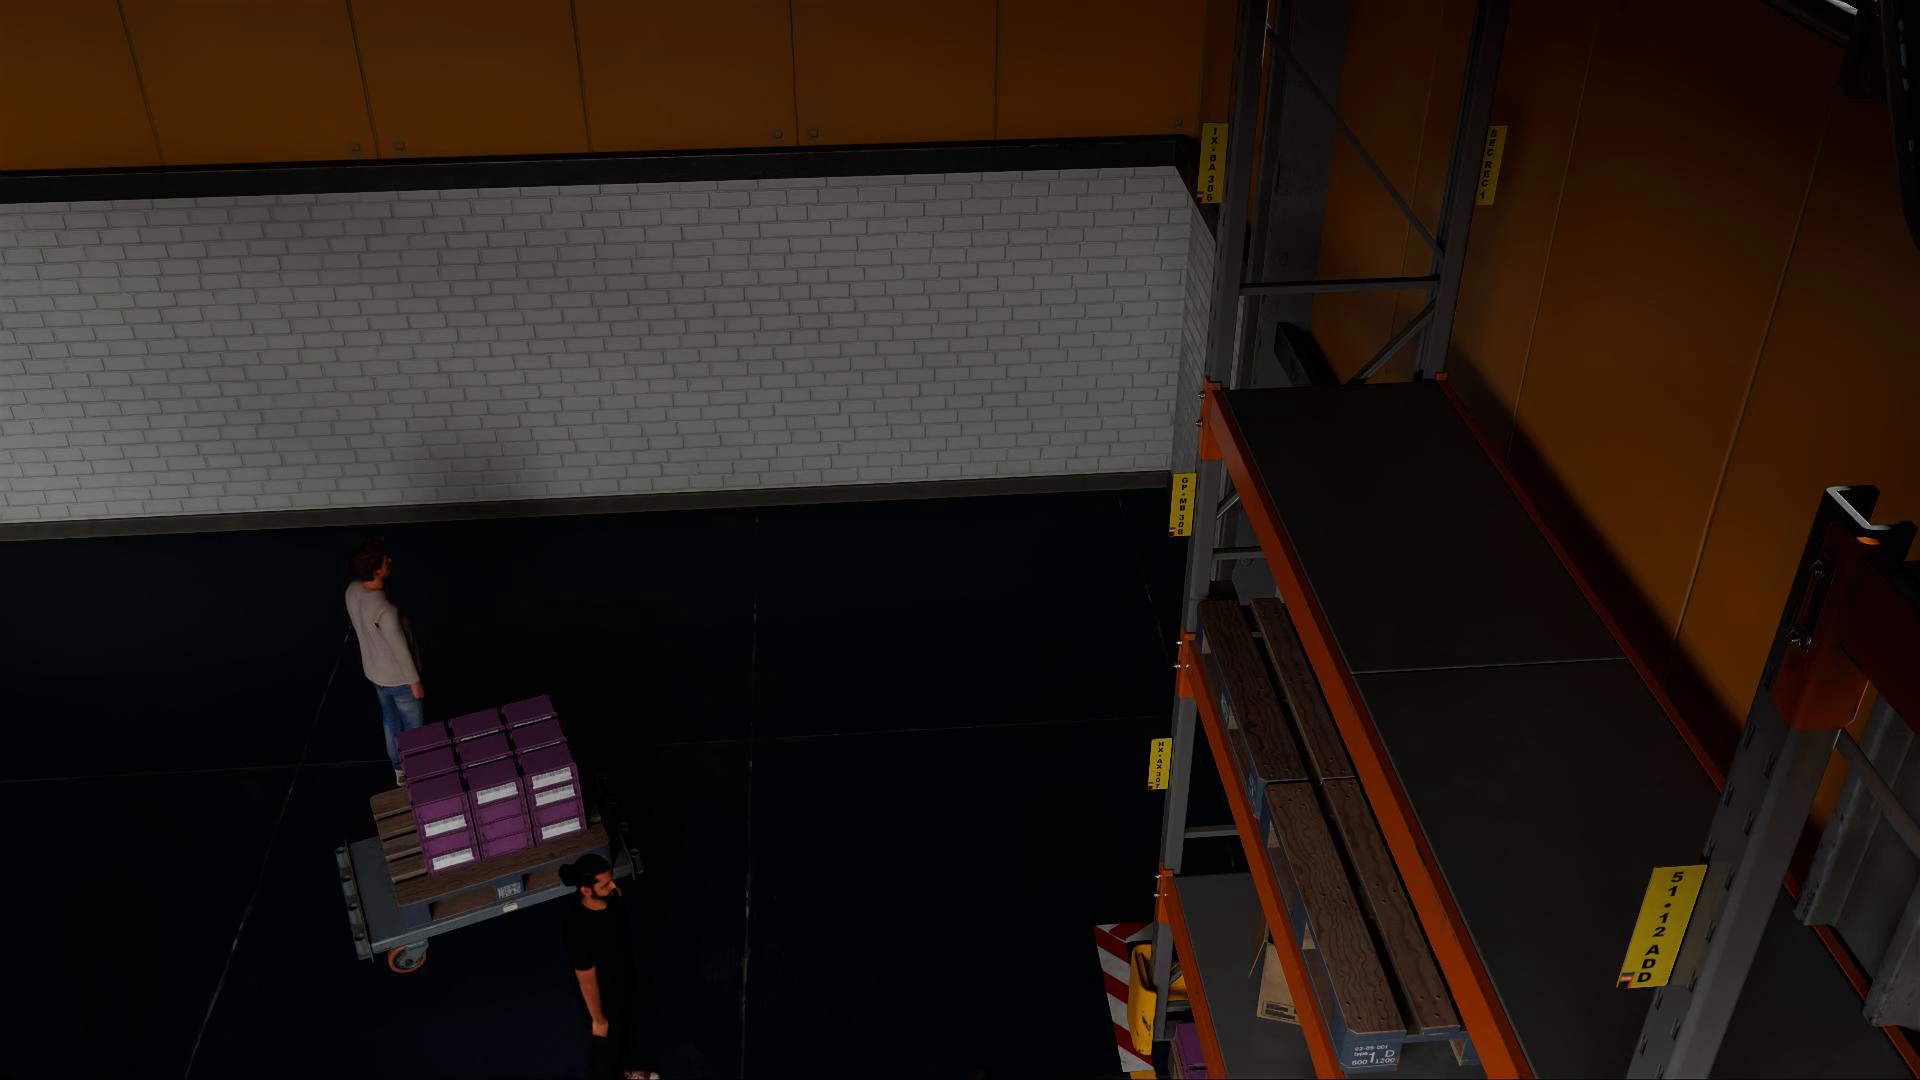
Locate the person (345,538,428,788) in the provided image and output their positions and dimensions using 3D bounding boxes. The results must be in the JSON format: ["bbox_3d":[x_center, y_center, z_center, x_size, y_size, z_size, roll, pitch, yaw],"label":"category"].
[{"bbox_3d":[-3.546,0.817,10.405,0.739,1.905,0.805,26,42,34],"label":"person"}]

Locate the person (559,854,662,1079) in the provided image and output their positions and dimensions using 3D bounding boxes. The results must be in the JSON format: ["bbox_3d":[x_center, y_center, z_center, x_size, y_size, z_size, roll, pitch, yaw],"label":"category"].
[{"bbox_3d":[-1.789,2.247,8.389,0.720,1.756,0.519,2,34,3],"label":"person"}]
